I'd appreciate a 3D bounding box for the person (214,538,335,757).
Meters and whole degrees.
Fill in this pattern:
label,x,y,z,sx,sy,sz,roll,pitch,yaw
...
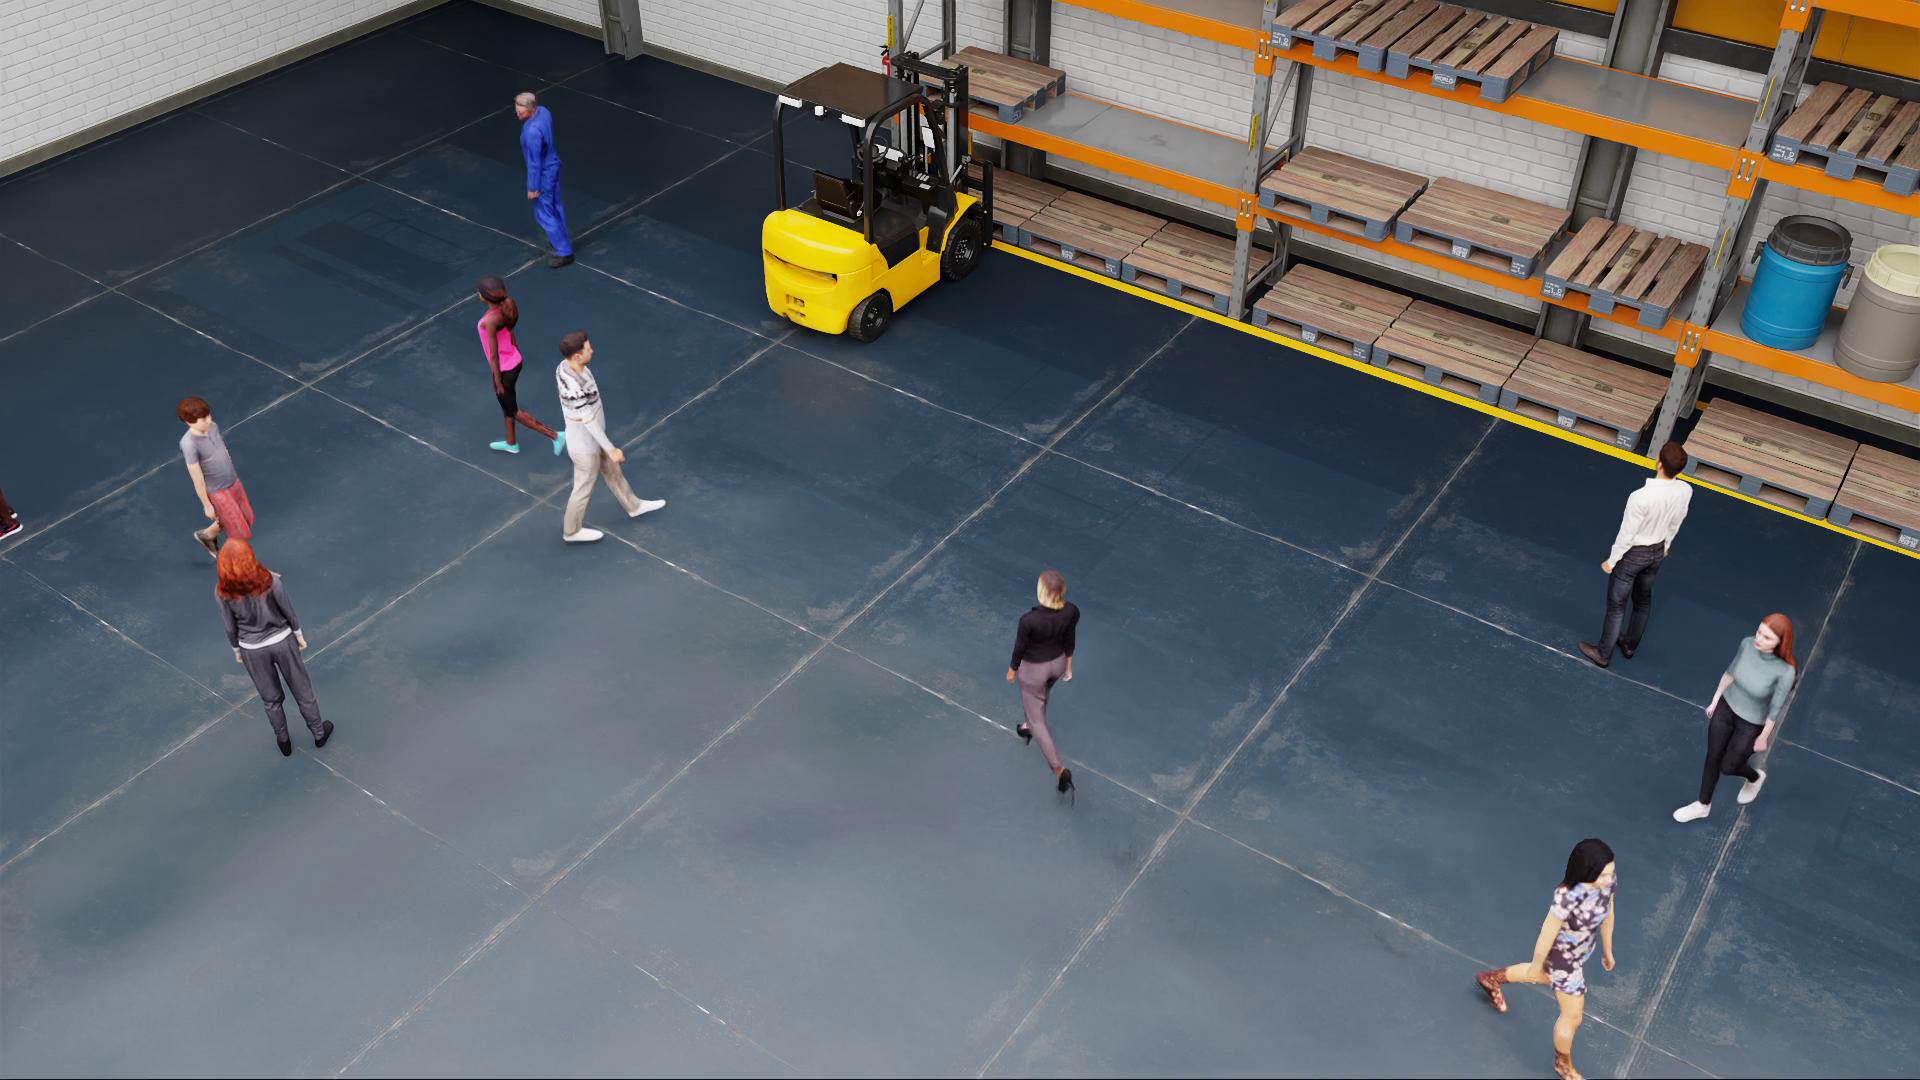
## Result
label,x,y,z,sx,sy,sz,roll,pitch,yaw
person,-4.555,0.706,10.954,0.655,1.779,0.681,-11,40,-14

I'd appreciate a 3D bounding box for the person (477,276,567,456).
label,x,y,z,sx,sy,sz,roll,pitch,yaw
person,-3.641,-1.382,13.627,1.057,1.706,0.807,8,39,9

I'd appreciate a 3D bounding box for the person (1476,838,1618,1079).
label,x,y,z,sx,sy,sz,roll,pitch,yaw
person,3.271,2.211,9.135,0.808,1.698,1.166,-27,46,-30

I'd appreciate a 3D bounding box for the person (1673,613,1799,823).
label,x,y,z,sx,sy,sz,roll,pitch,yaw
person,4.984,1.116,10.478,0.904,1.732,0.889,-13,40,-15

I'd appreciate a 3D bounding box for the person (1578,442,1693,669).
label,x,y,z,sx,sy,sz,roll,pitch,yaw
person,4.759,0.106,11.633,0.738,1.871,0.743,-13,40,-16

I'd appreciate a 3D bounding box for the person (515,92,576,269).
label,x,y,z,sx,sy,sz,roll,pitch,yaw
person,-4.072,-3.615,16.354,0.854,1.794,0.894,13,40,16

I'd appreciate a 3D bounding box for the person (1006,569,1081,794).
label,x,y,z,sx,sy,sz,roll,pitch,yaw
person,0.568,0.925,10.790,0.841,1.642,1.103,-22,44,-25

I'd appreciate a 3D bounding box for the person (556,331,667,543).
label,x,y,z,sx,sy,sz,roll,pitch,yaw
person,-2.927,-0.735,12.731,1.155,1.814,1.121,-9,40,-11

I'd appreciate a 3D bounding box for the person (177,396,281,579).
label,x,y,z,sx,sy,sz,roll,pitch,yaw
person,-5.594,-0.372,12.420,1.005,1.634,0.797,8,39,10
